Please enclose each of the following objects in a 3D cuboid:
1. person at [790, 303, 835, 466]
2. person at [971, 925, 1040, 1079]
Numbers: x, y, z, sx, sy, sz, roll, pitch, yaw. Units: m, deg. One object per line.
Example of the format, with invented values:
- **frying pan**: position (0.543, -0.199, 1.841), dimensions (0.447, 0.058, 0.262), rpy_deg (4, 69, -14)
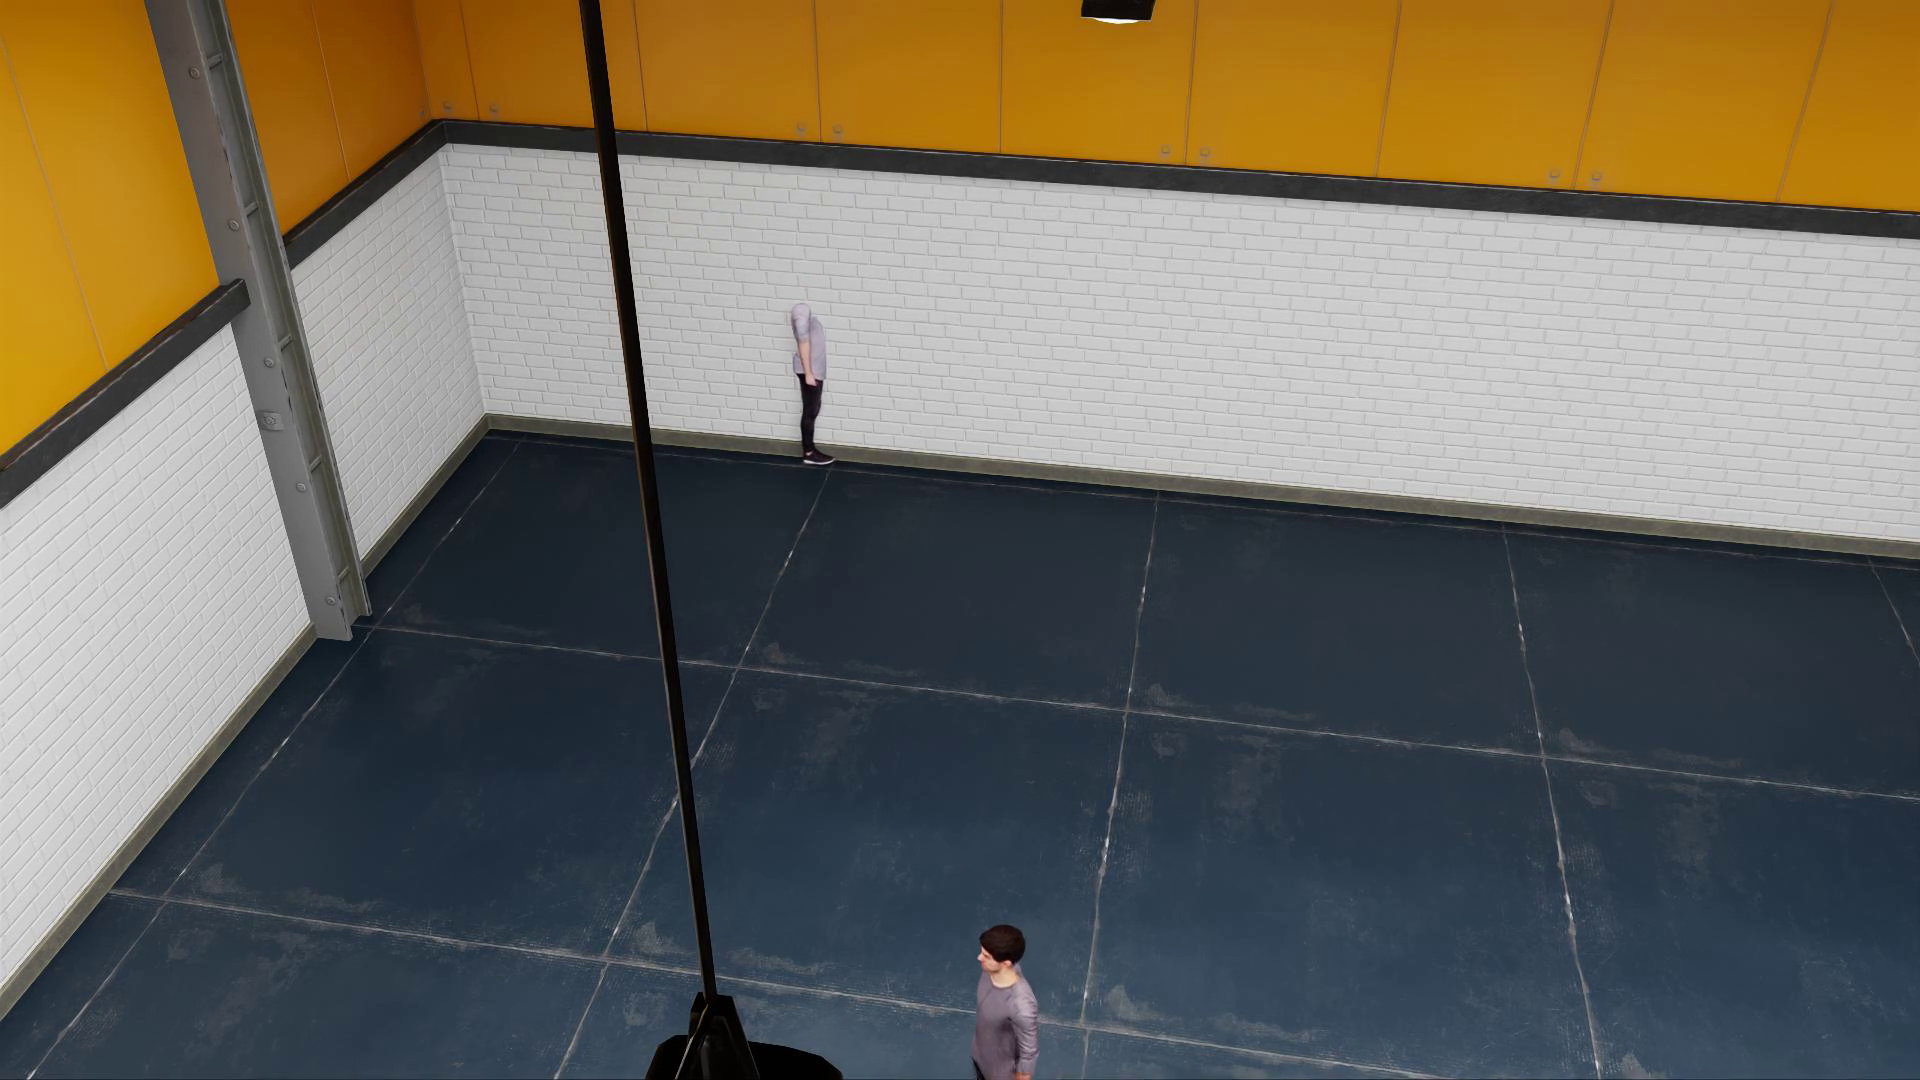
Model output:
- **person**: position (-1.357, -1.581, 15.028), dimensions (0.763, 1.834, 0.569), rpy_deg (1, 34, 2)
- **person**: position (0.245, 2.662, 8.614), dimensions (0.849, 1.868, 0.737), rpy_deg (-12, 35, -17)
